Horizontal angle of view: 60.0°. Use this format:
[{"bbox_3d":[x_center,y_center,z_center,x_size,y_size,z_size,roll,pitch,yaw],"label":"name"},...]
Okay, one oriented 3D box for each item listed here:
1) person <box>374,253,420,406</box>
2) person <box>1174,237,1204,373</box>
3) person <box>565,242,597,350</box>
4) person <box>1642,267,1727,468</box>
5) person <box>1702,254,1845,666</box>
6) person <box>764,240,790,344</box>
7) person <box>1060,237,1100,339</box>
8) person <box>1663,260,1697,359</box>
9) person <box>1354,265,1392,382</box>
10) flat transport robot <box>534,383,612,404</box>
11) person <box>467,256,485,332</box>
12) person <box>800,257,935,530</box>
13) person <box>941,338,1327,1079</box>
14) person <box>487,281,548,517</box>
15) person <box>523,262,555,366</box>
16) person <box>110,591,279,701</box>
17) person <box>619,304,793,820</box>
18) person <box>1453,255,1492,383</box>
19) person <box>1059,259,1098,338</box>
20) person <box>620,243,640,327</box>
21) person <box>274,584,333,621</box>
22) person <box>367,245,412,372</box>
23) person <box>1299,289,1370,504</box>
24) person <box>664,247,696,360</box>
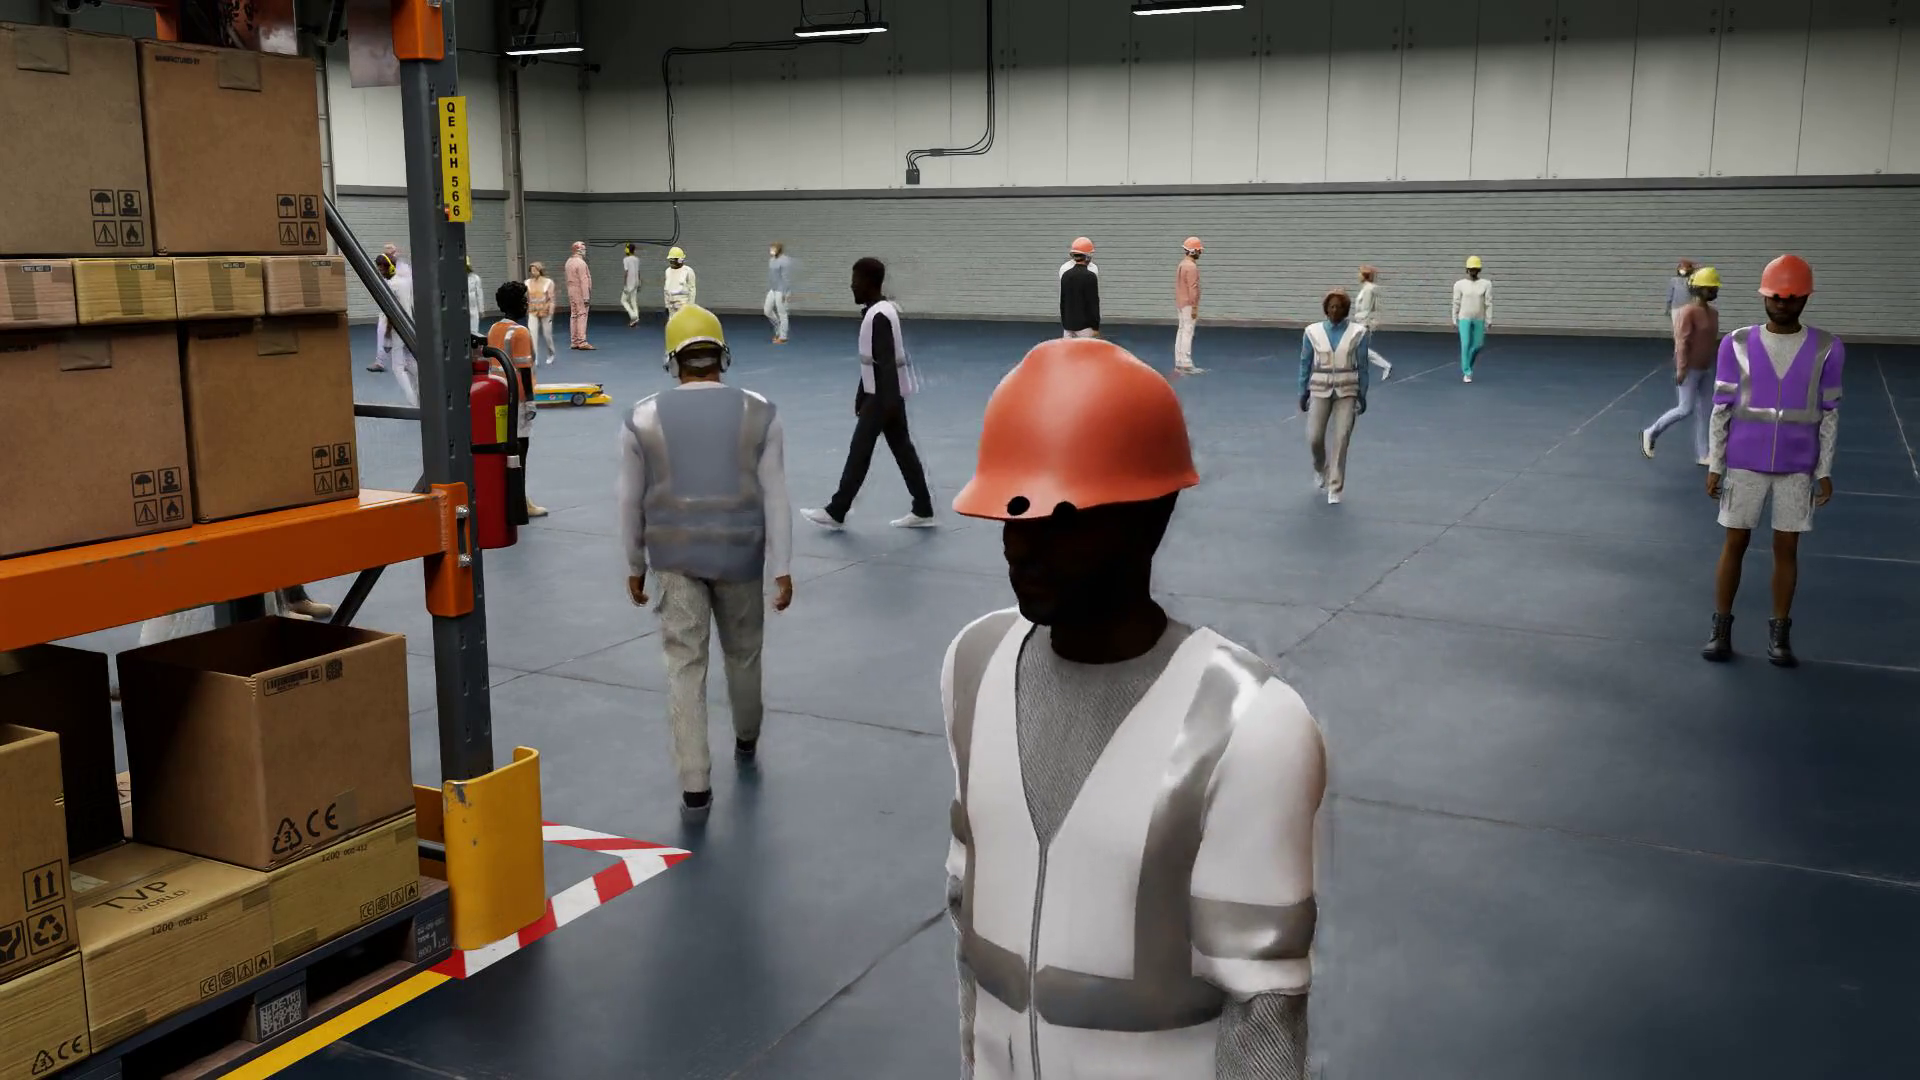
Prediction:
[{"bbox_3d":[-6.289,-2.327,18.823,0.418,1.829,0.702,1,10,7],"label":"person"},{"bbox_3d":[3.383,-3.451,24.488,0.395,1.993,0.616,-2,11,-9],"label":"person"},{"bbox_3d":[-6.709,-4.312,29.424,0.407,1.906,0.655,-8,13,-37],"label":"person"},{"bbox_3d":[6.445,-1.519,14.631,0.542,1.749,0.698,-7,12,-33],"label":"person"},{"bbox_3d":[3.816,-0.365,7.823,0.552,1.932,0.377,4,11,23],"label":"person"},{"bbox_3d":[-3.394,-4.603,30.958,0.449,1.922,0.666,-7,13,-35],"label":"person"},{"bbox_3d":[1.374,-2.412,18.817,0.374,1.997,0.613,-7,13,-35],"label":"person"},{"bbox_3d":[11.752,-3.747,27.121,0.376,1.617,0.511,-9,13,-39],"label":"person"},{"bbox_3d":[5.533,-2.905,22.505,0.551,1.623,0.529,1,10,5],"label":"person"},{"bbox_3d":[-4.935,-1.738,19.850,1.431,0.197,0.652,-4,11,-22],"label":"flat transport robot"},{"bbox_3d":[-7.661,-3.569,25.861,0.499,1.718,0.420,-5,12,-27],"label":"person"},{"bbox_3d":[-0.624,-0.995,11.438,0.977,1.864,0.622,0,10,-2],"label":"person"},{"bbox_3d":[0.098,0.729,1.952,0.569,1.896,0.930,9,13,39],"label":"person"},{"bbox_3d":[-3.214,-1.012,11.997,0.319,1.695,0.539,-9,14,-40],"label":"person"},{"bbox_3d":[-6.532,-3.525,25.912,0.519,1.612,0.676,0,10,0],"label":"person"},{"bbox_3d":[-3.396,-0.229,7.386,0.591,1.826,1.014,4,11,20],"label":"person"},{"bbox_3d":[-0.921,0.042,6.042,0.611,1.769,0.942,-1,10,-8],"label":"person"},{"bbox_3d":[7.088,-3.069,23.071,0.532,1.744,0.620,1,10,5],"label":"person"},{"bbox_3d":[1.823,-3.537,25.211,0.643,1.905,0.399,-4,11,-21],"label":"person"},{"bbox_3d":[-7.265,-5.610,36.646,0.404,1.851,0.549,6,12,30],"label":"person"},{"bbox_3d":[-3.503,-0.465,8.611,0.325,1.843,0.517,0,10,0],"label":"person"},{"bbox_3d":[-8.413,-3.403,24.549,0.660,1.870,0.891,4,11,21],"label":"person"},{"bbox_3d":[2.853,-1.101,12.681,0.525,1.622,0.494,3,11,16],"label":"person"},{"bbox_3d":[-4.549,-3.810,26.893,0.595,1.828,0.403,6,12,32],"label":"person"}]
